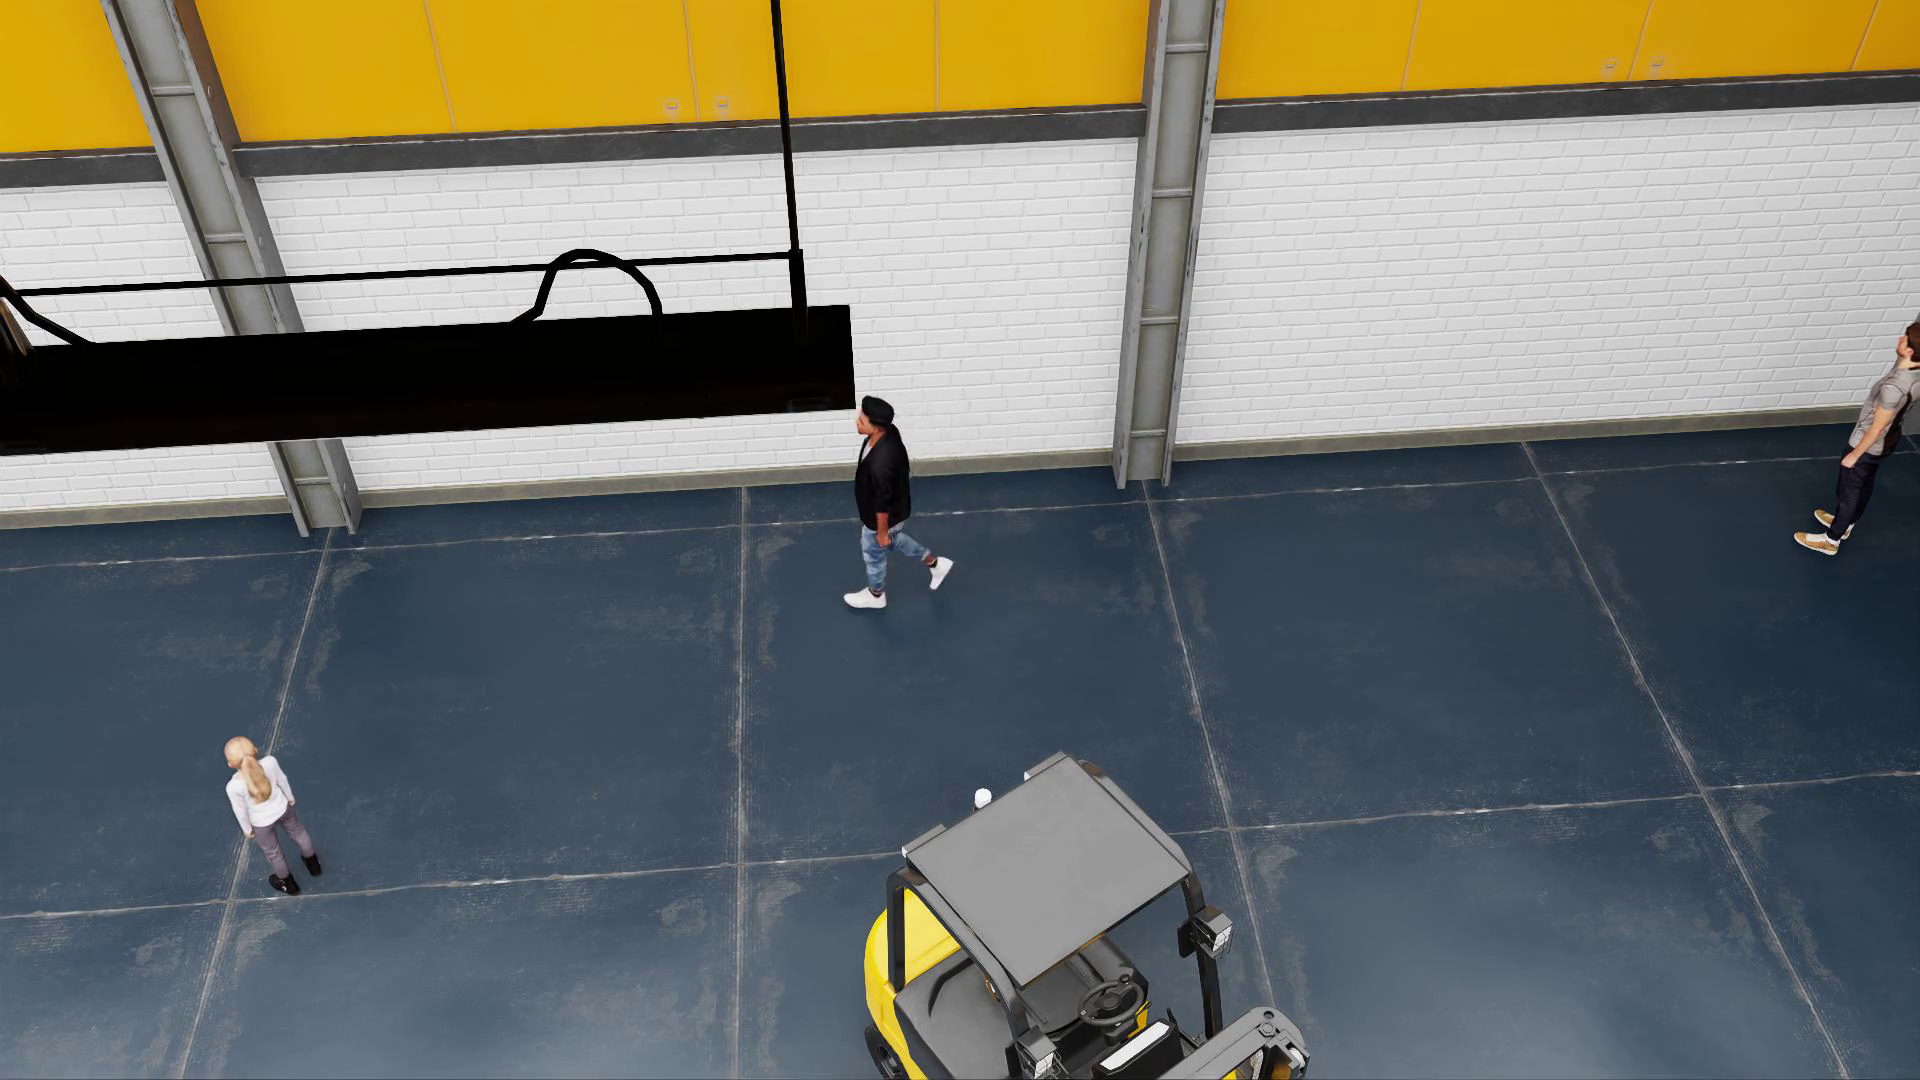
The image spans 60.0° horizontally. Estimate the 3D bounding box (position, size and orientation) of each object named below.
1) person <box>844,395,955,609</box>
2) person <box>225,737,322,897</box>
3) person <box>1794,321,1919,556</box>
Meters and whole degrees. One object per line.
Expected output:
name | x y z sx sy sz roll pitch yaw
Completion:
person | -0.418 -0.226 10.999 1.020 1.797 0.769 1 44 1
person | -3.942 1.562 9.497 0.639 1.279 0.581 29 51 27
person | 6.273 -0.691 11.417 0.698 1.894 0.792 -32 52 -29
